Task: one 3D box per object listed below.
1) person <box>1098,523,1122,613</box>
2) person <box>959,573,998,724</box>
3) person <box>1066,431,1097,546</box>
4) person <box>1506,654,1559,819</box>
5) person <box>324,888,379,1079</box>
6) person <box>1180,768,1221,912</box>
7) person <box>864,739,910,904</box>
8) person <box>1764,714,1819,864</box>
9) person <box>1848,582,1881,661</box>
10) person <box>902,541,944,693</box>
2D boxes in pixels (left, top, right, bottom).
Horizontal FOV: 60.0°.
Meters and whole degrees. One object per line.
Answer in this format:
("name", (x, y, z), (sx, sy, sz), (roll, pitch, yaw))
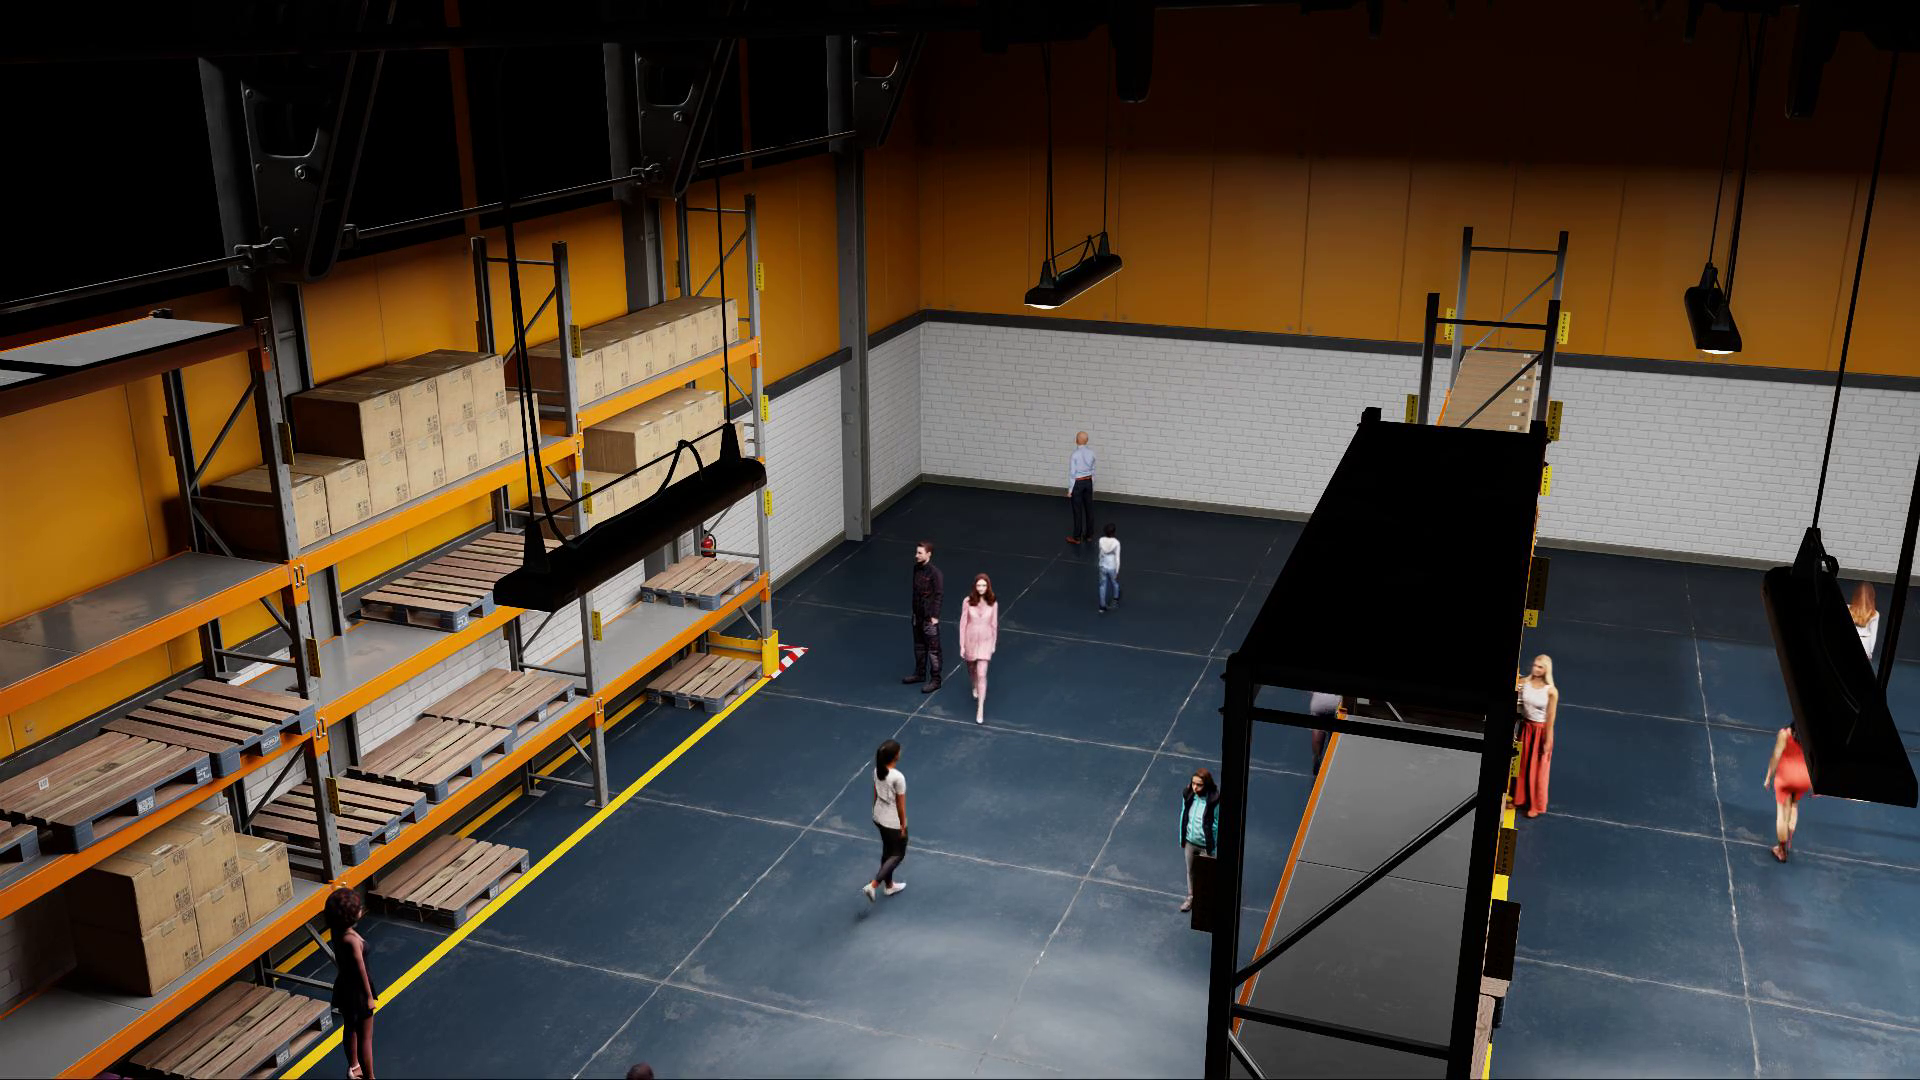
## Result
("person", (2.035, 0.403, 23.089), (0.466, 1.227, 0.829), (7, 20, 19))
("person", (0.205, 1.229, 19.796), (0.830, 1.764, 1.210), (1, 19, 3))
("person", (1.891, -0.816, 25.826), (0.720, 1.791, 0.789), (-9, 21, -25))
("person", (6.007, 2.027, 17.370), (0.759, 1.800, 0.730), (-14, 23, -36))
("person", (-4.712, 3.525, 12.937), (0.637, 1.790, 0.657), (18, 25, 42))
("person", (2.256, 2.807, 15.526), (0.626, 1.498, 0.654), (13, 23, 34))
("person", (-0.712, 2.681, 15.692), (0.943, 1.632, 0.796), (-17, 25, -41))
("person", (8.232, 2.409, 16.376), (0.685, 1.710, 0.666), (2, 19, 5))
("person", (10.475, 1.328, 19.497), (0.570, 1.767, 0.518), (6, 20, 18))
("person", (-0.426, 0.912, 20.499), (0.784, 1.915, 0.778), (-14, 23, -35))
